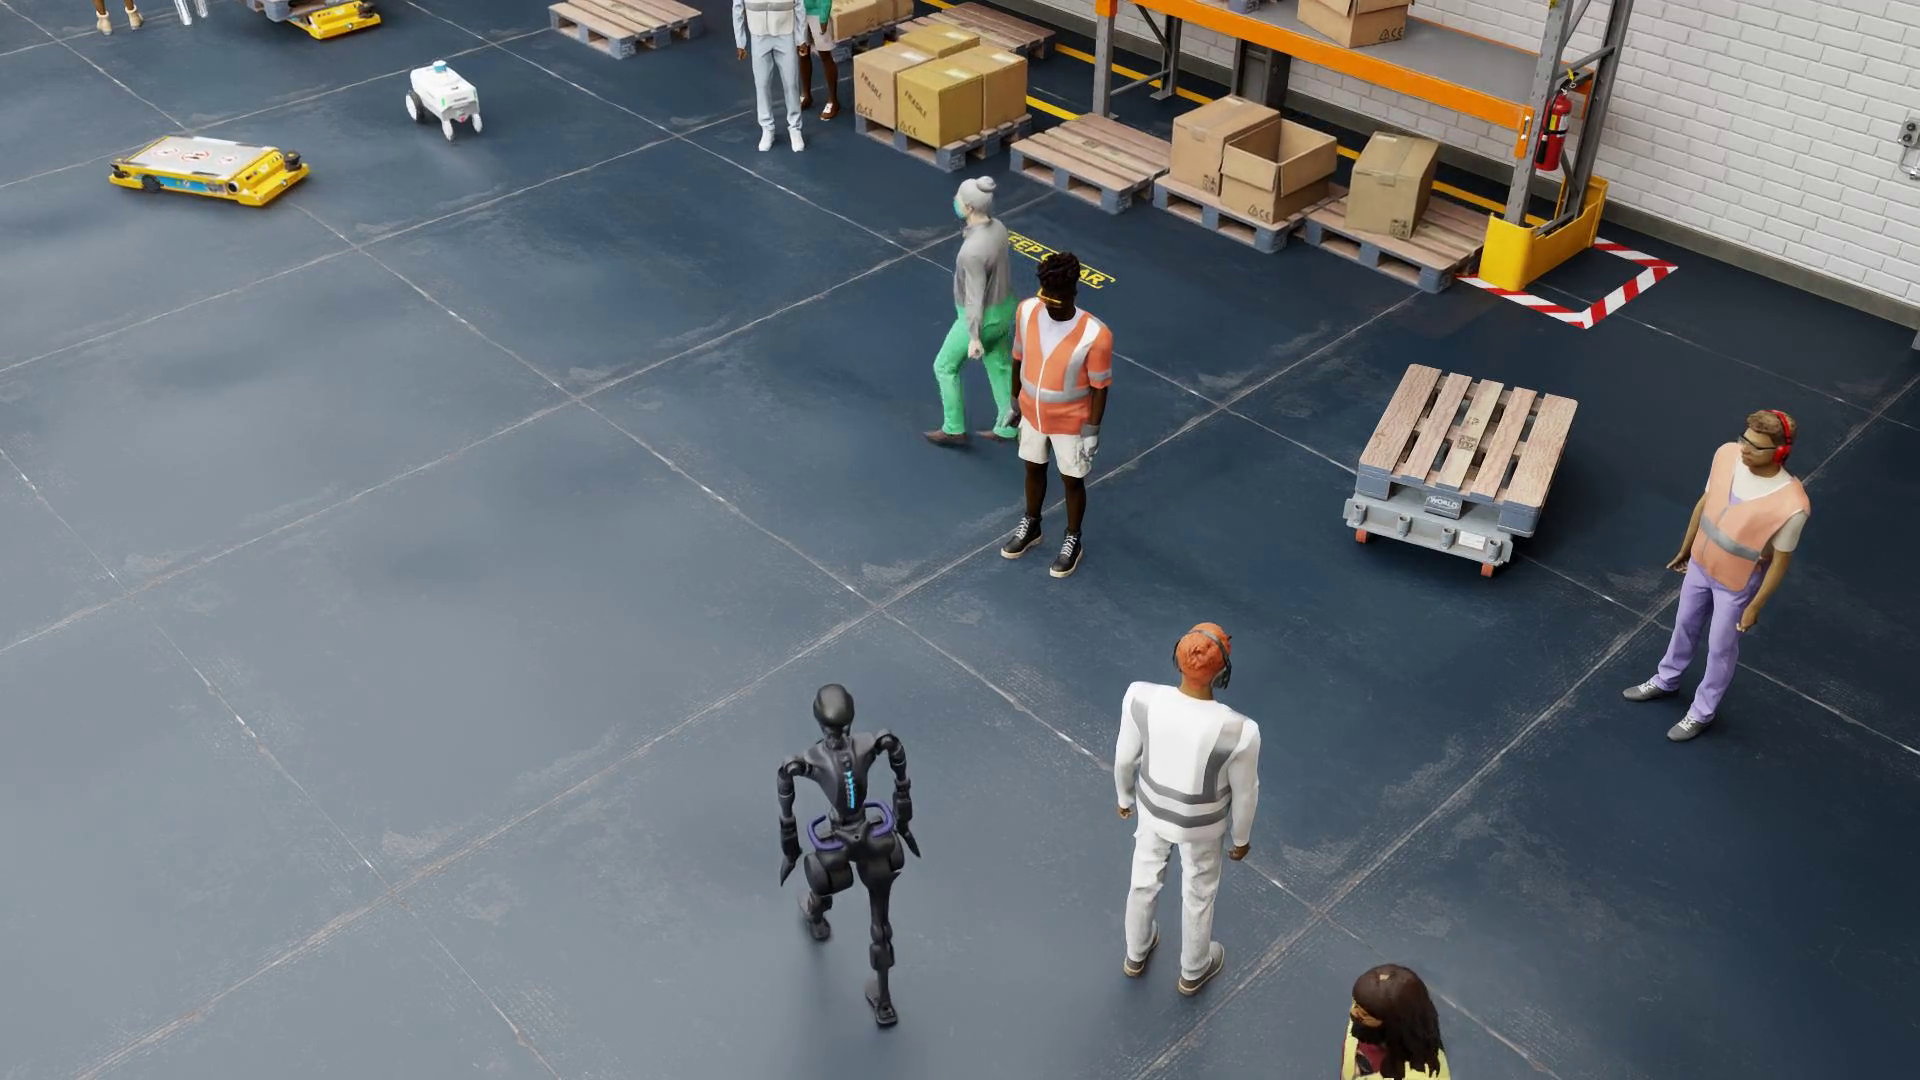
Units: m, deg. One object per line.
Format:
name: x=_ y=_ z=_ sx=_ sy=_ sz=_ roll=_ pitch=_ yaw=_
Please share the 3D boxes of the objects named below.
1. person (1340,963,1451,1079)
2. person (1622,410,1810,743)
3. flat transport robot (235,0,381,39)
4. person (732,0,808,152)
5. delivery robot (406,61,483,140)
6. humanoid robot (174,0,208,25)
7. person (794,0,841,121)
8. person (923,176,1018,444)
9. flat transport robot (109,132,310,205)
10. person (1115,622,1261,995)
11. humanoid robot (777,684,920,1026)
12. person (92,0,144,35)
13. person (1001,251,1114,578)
person: x=1.495 y=2.015 z=5.660 sx=0.873 sy=1.730 sz=0.506 roll=-7 pitch=38 yaw=-9
person: x=3.692 y=0.164 z=8.008 sx=0.391 sy=1.846 sz=0.563 roll=-13 pitch=39 yaw=-17
flat transport robot: x=-6.457 y=-5.335 z=16.596 sx=1.431 sy=0.231 sz=0.659 roll=31 pitch=47 yaw=34
person: x=-1.553 y=-4.140 z=13.659 sx=0.601 sy=1.906 sz=0.414 roll=-2 pitch=37 yaw=-3
delivery robot: x=-4.451 y=-3.838 z=14.380 sx=0.499 sy=0.598 sz=0.801 roll=-24 pitch=43 yaw=-29
humanoid robot: x=-7.682 y=-5.907 z=16.152 sx=0.546 sy=1.793 sz=0.757 roll=-16 pitch=40 yaw=-20
person: x=-1.276 y=-4.539 z=14.246 sx=0.487 sy=1.841 sz=0.389 roll=20 pitch=42 yaw=25
person: x=0.062 y=-1.381 z=10.079 sx=0.702 sy=1.819 sz=0.533 roll=17 pitch=40 yaw=22
flat transport robot: x=-6.116 y=-3.017 z=13.528 sx=1.431 sy=0.231 sz=0.659 roll=10 pitch=38 yaw=13
person: x=0.902 y=1.107 z=6.729 sx=0.581 sy=1.882 sz=0.337 roll=17 pitch=40 yaw=21
humanoid robot: x=-0.463 y=1.204 z=6.799 sx=0.591 sy=1.623 sz=0.779 roll=-13 pitch=39 yaw=-16
person: x=-8.318 y=-5.863 z=15.835 sx=0.604 sy=2.033 sz=0.395 roll=-18 pitch=41 yaw=-22
person: x=0.514 y=-0.682 z=9.033 sx=0.601 sy=1.962 sz=0.367 roll=23 pitch=43 yaw=27
